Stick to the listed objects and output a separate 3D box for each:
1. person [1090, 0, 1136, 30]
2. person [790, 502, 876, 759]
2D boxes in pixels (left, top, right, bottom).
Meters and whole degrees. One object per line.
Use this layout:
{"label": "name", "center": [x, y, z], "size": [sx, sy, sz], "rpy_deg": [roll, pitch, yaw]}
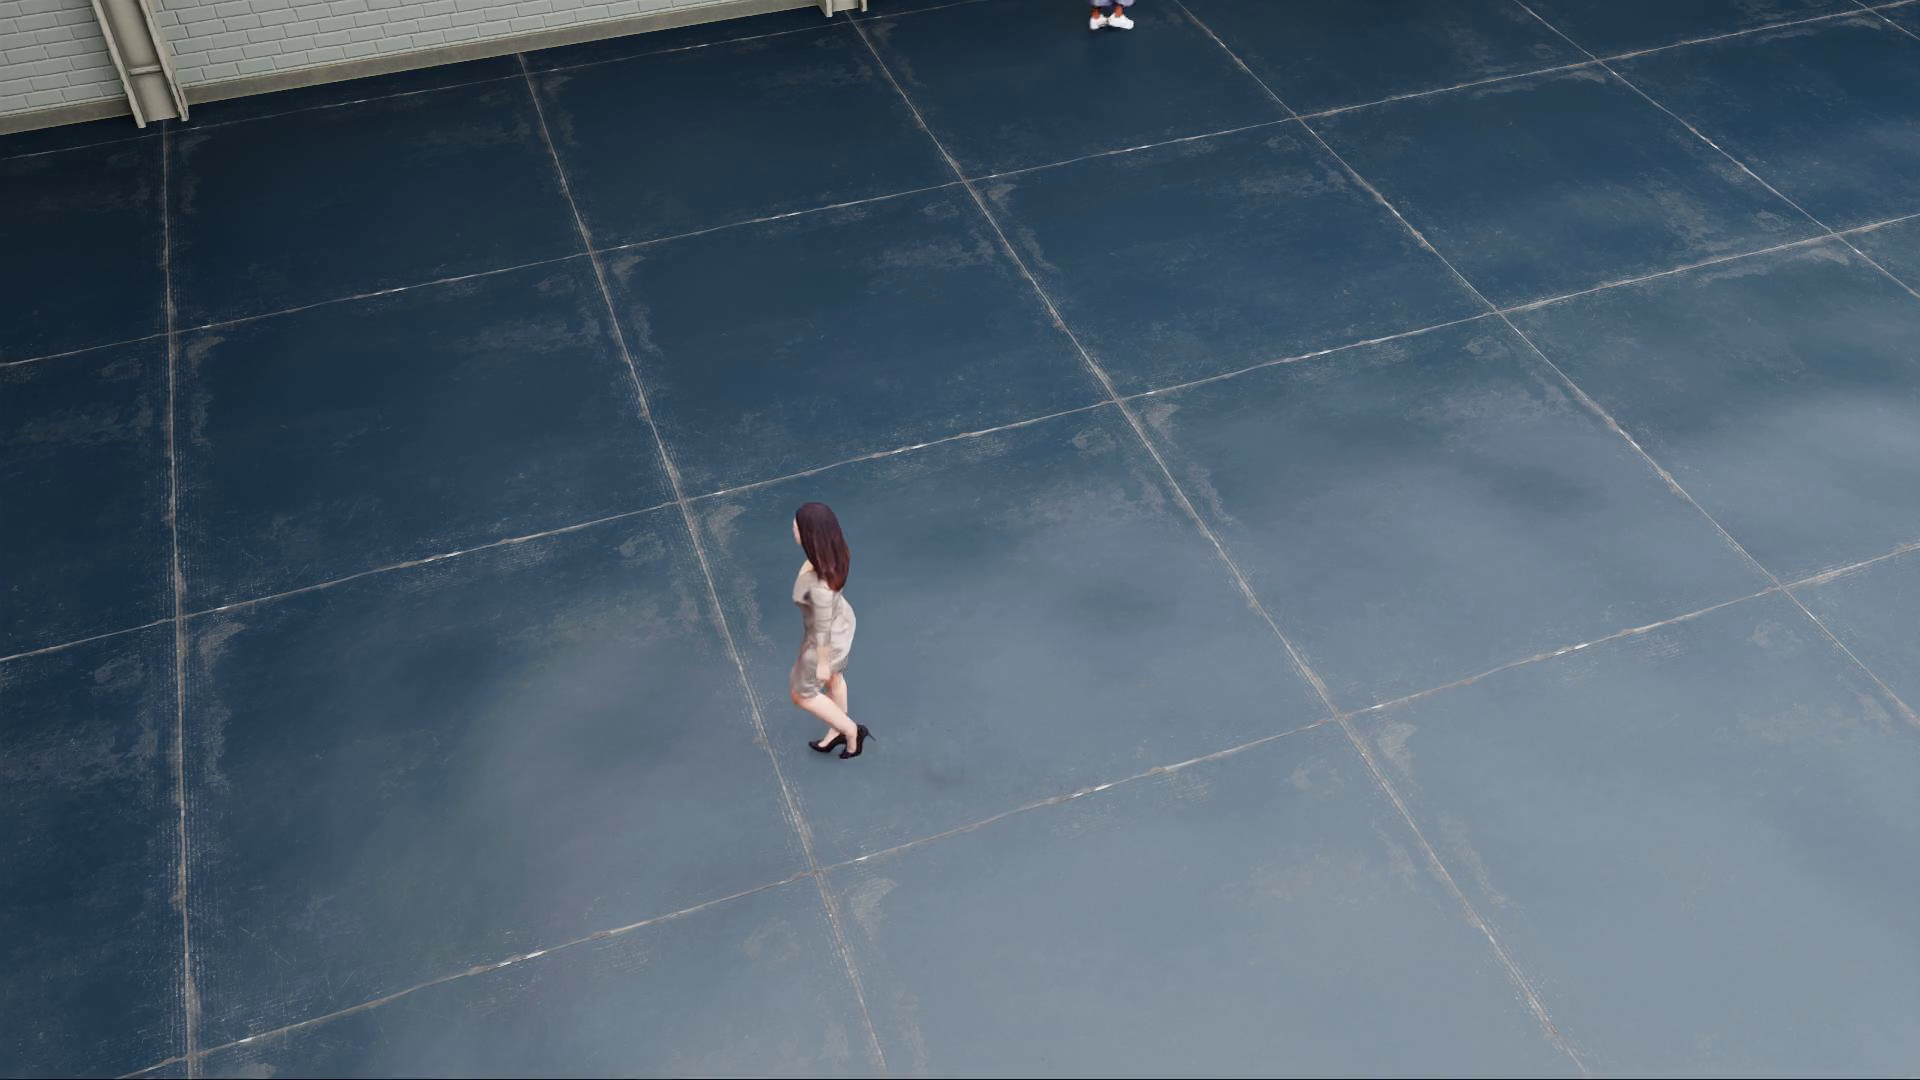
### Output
{"label": "person", "center": [1.290, -5.274, 14.631], "size": [0.726, 1.681, 0.642], "rpy_deg": [-23, 48, -22]}
{"label": "person", "center": [-0.600, 0.515, 8.393], "size": [0.778, 1.733, 0.745], "rpy_deg": [4, 43, 5]}
